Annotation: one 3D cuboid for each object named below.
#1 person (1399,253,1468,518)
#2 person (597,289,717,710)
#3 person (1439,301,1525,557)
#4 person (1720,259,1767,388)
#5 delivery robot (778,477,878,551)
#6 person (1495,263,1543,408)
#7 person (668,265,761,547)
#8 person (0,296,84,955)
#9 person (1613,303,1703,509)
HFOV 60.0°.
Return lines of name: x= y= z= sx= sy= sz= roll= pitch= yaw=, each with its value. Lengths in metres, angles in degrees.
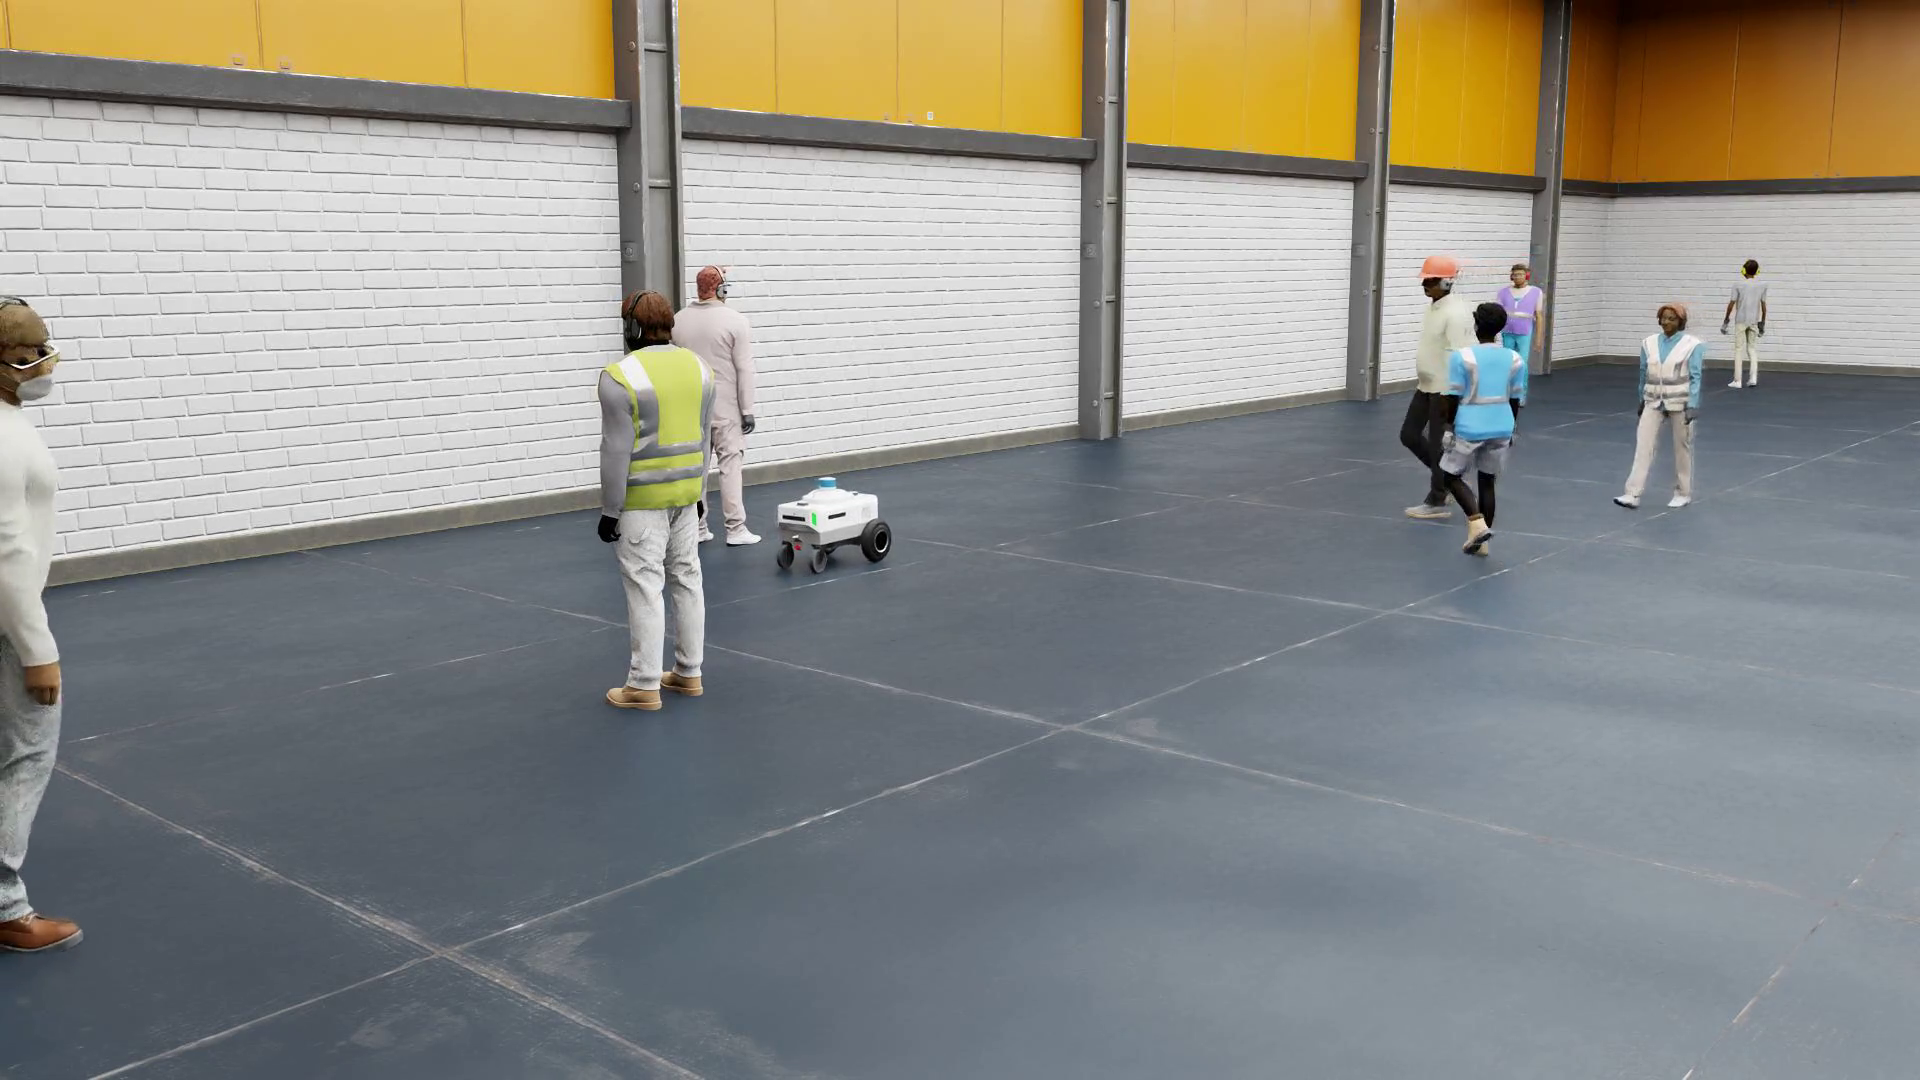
person: x=3.553 y=-1.141 z=12.438 sx=0.433 sy=1.979 sz=0.645 roll=-1 pitch=10 yaw=-6
person: x=-1.360 y=-0.175 z=7.348 sx=0.429 sy=1.844 sz=0.626 roll=7 pitch=12 yaw=34
person: x=3.399 y=-0.706 z=10.822 sx=0.547 sy=1.678 sz=0.402 roll=-2 pitch=10 yaw=-13
person: x=11.374 y=-3.131 z=24.127 sx=0.541 sy=1.863 sz=0.395 roll=0 pitch=10 yaw=0
delivery robot: x=-0.843 y=-0.157 z=10.635 sx=0.477 sy=0.478 sz=0.707 roll=7 pitch=12 yaw=33
person: x=7.021 y=-2.568 z=21.009 sx=0.577 sy=1.823 sz=0.497 roll=6 pitch=12 yaw=32
person: x=-1.665 y=-0.908 z=11.332 sx=0.643 sy=1.910 sz=0.400 roll=4 pitch=11 yaw=23
person: x=-2.790 y=0.252 z=4.776 sx=0.453 sy=1.893 sz=0.781 roll=-8 pitch=13 yaw=-37
person: x=5.420 y=-1.016 z=12.822 sx=0.840 sy=1.597 sz=0.552 roll=-8 pitch=13 yaw=-39
